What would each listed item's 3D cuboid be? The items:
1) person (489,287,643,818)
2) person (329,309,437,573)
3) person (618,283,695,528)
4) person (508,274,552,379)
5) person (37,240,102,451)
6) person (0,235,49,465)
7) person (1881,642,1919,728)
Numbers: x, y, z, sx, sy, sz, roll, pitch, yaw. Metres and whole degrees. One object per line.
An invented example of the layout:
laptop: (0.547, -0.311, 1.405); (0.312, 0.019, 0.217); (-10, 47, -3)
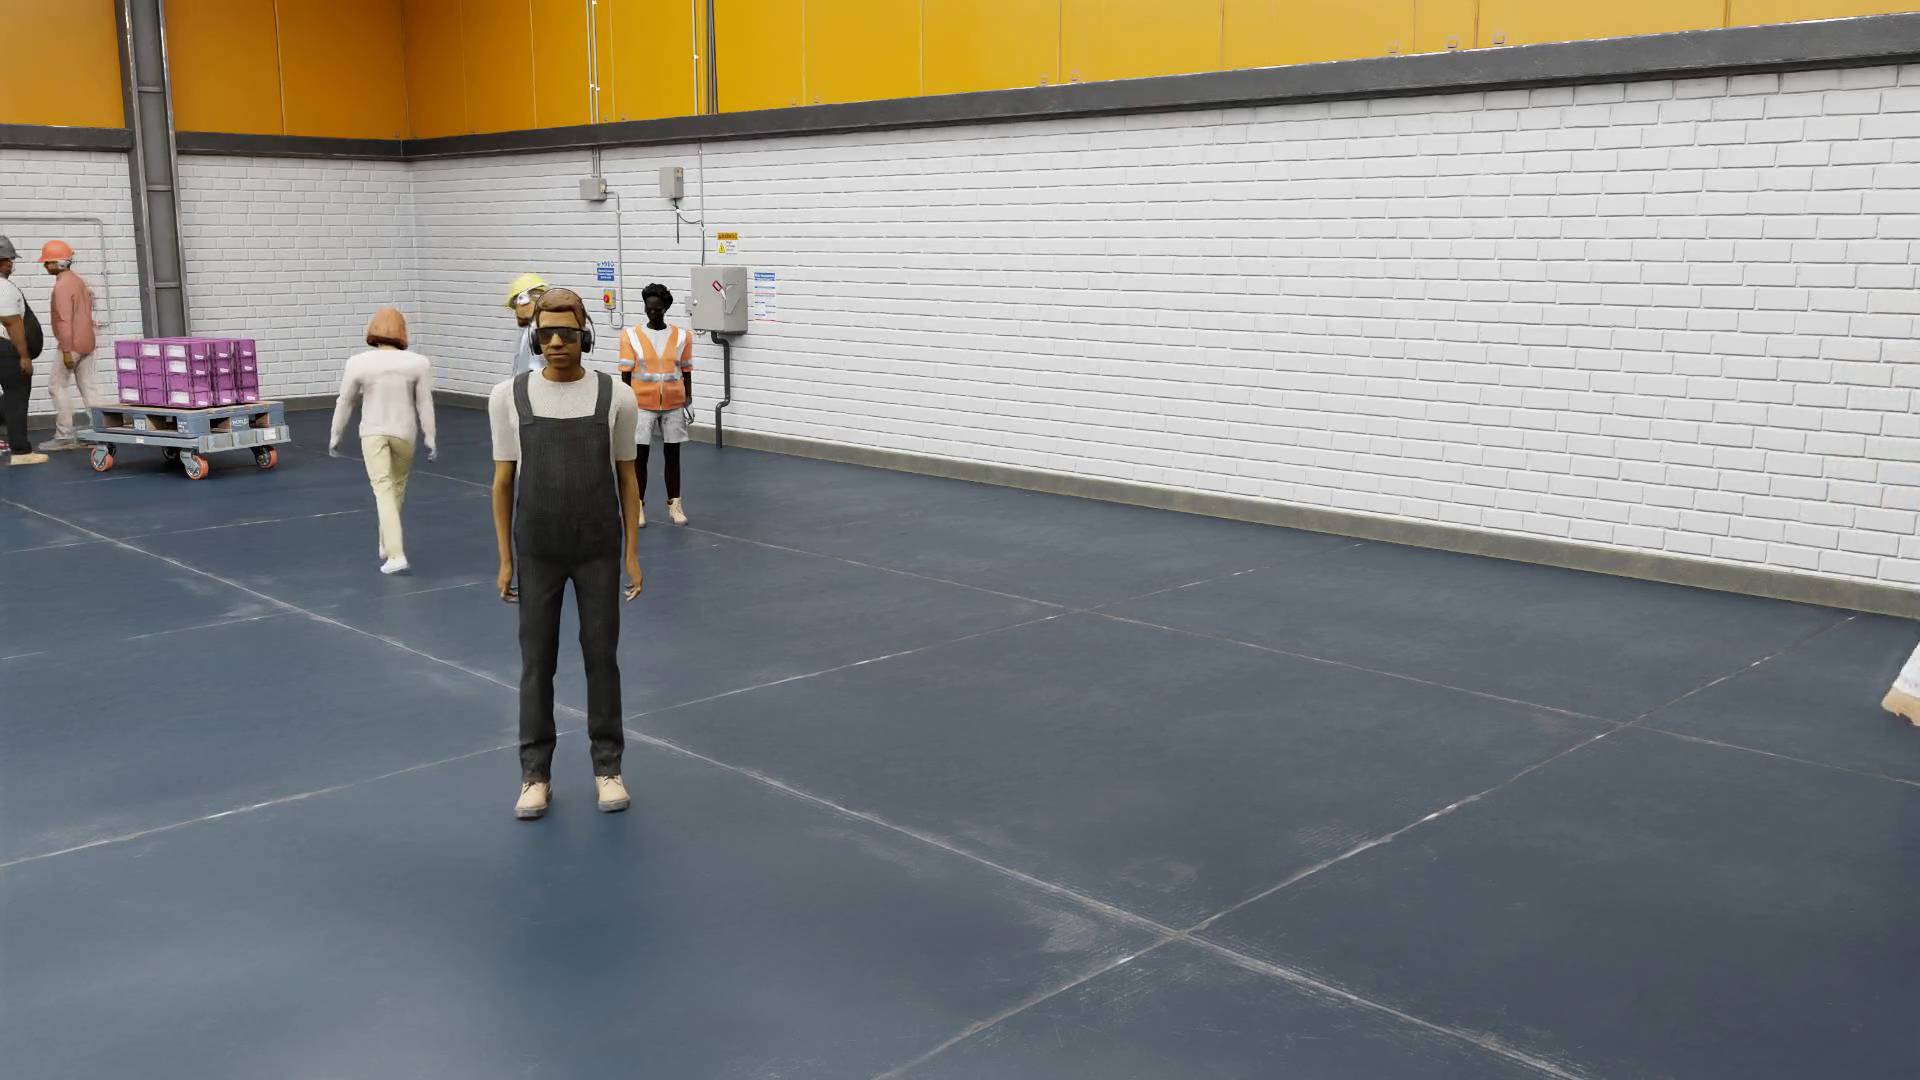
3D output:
person: (-1.361, 0.049, 5.811); (0.505, 1.846, 0.347); (-2, 11, -13)
person: (-3.511, -0.611, 10.133); (0.599, 1.568, 0.871); (-5, 12, -27)
person: (-2.103, -0.933, 11.569); (0.530, 1.696, 0.322); (-4, 11, -21)
person: (-2.635, -0.786, 10.572); (0.414, 1.779, 0.665); (-7, 13, -34)
person: (-8.420, -1.826, 15.696); (0.574, 1.967, 0.701); (-1, 10, -6)
person: (-8.390, -1.674, 14.674); (0.688, 2.000, 0.553); (10, 14, 43)
person: (4.261, -0.065, 6.601); (0.637, 1.797, 0.972); (-9, 14, -41)
